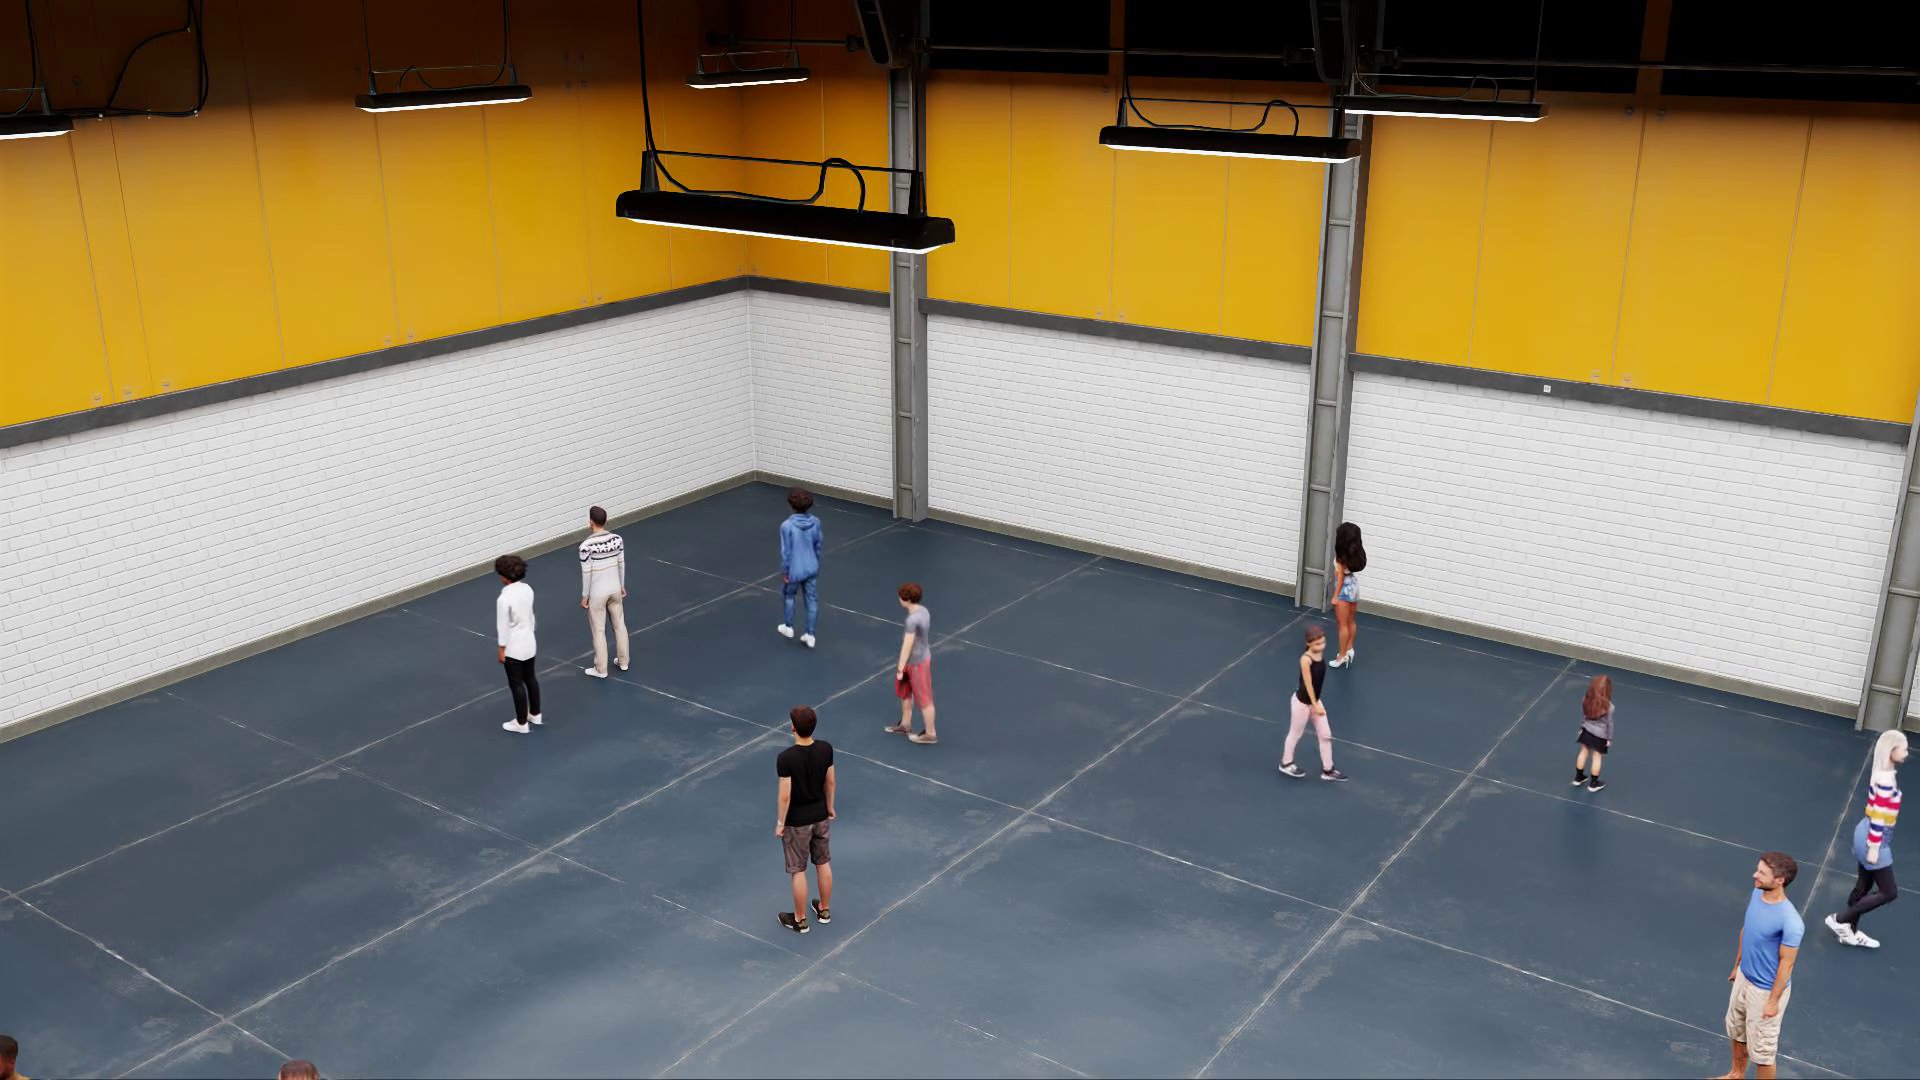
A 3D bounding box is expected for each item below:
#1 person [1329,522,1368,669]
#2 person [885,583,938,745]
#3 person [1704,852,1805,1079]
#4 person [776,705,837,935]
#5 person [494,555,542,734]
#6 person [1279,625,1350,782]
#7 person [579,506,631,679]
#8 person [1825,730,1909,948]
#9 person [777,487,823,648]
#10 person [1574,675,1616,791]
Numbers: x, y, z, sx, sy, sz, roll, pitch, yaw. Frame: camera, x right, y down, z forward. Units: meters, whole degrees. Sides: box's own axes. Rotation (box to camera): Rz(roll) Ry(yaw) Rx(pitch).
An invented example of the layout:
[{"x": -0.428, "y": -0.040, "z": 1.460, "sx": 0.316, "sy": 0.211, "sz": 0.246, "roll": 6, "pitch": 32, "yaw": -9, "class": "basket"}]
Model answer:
[{"x": 4.137, "y": 0.585, "z": 17.836, "sx": 0.546, "sy": 1.624, "sz": 0.549, "roll": 13, "pitch": 22, "yaw": 33, "class": "person"}, {"x": -0.330, "y": 1.202, "z": 15.987, "sx": 0.886, "sy": 1.635, "sz": 0.774, "roll": 4, "pitch": 19, "yaw": 13, "class": "person"}, {"x": 5.176, "y": 2.851, "z": 10.733, "sx": 0.767, "sy": 1.863, "sz": 0.727, "roll": -2, "pitch": 19, "yaw": -5, "class": "person"}, {"x": -1.191, "y": 2.140, "z": 12.847, "sx": 0.752, "sy": 1.862, "sz": 0.694, "roll": -14, "pitch": 23, "yaw": -35, "class": "person"}, {"x": -4.325, "y": 1.002, "z": 16.313, "sx": 0.602, "sy": 1.806, "sz": 0.661, "roll": 8, "pitch": 20, "yaw": 24, "class": "person"}, {"x": 3.126, "y": 1.494, "z": 15.294, "sx": 0.911, "sy": 1.525, "sz": 0.597, "roll": 16, "pitch": 25, "yaw": 40, "class": "person"}, {"x": -3.770, "y": 0.538, "z": 17.605, "sx": 0.613, "sy": 1.861, "sz": 0.721, "roll": 17, "pitch": 25, "yaw": 41, "class": "person"}, {"x": 6.829, "y": 2.259, "z": 12.587, "sx": 0.700, "sy": 1.802, "sz": 0.704, "roll": 10, "pitch": 21, "yaw": 26, "class": "person"}, {"x": -1.721, "y": 0.327, "z": 18.343, "sx": 0.902, "sy": 1.791, "sz": 1.006, "roll": -10, "pitch": 21, "yaw": -26, "class": "person"}, {"x": 5.811, "y": 1.742, "z": 15.211, "sx": 0.584, "sy": 1.107, "sz": 0.464, "roll": -14, "pitch": 23, "yaw": -35, "class": "person"}]
